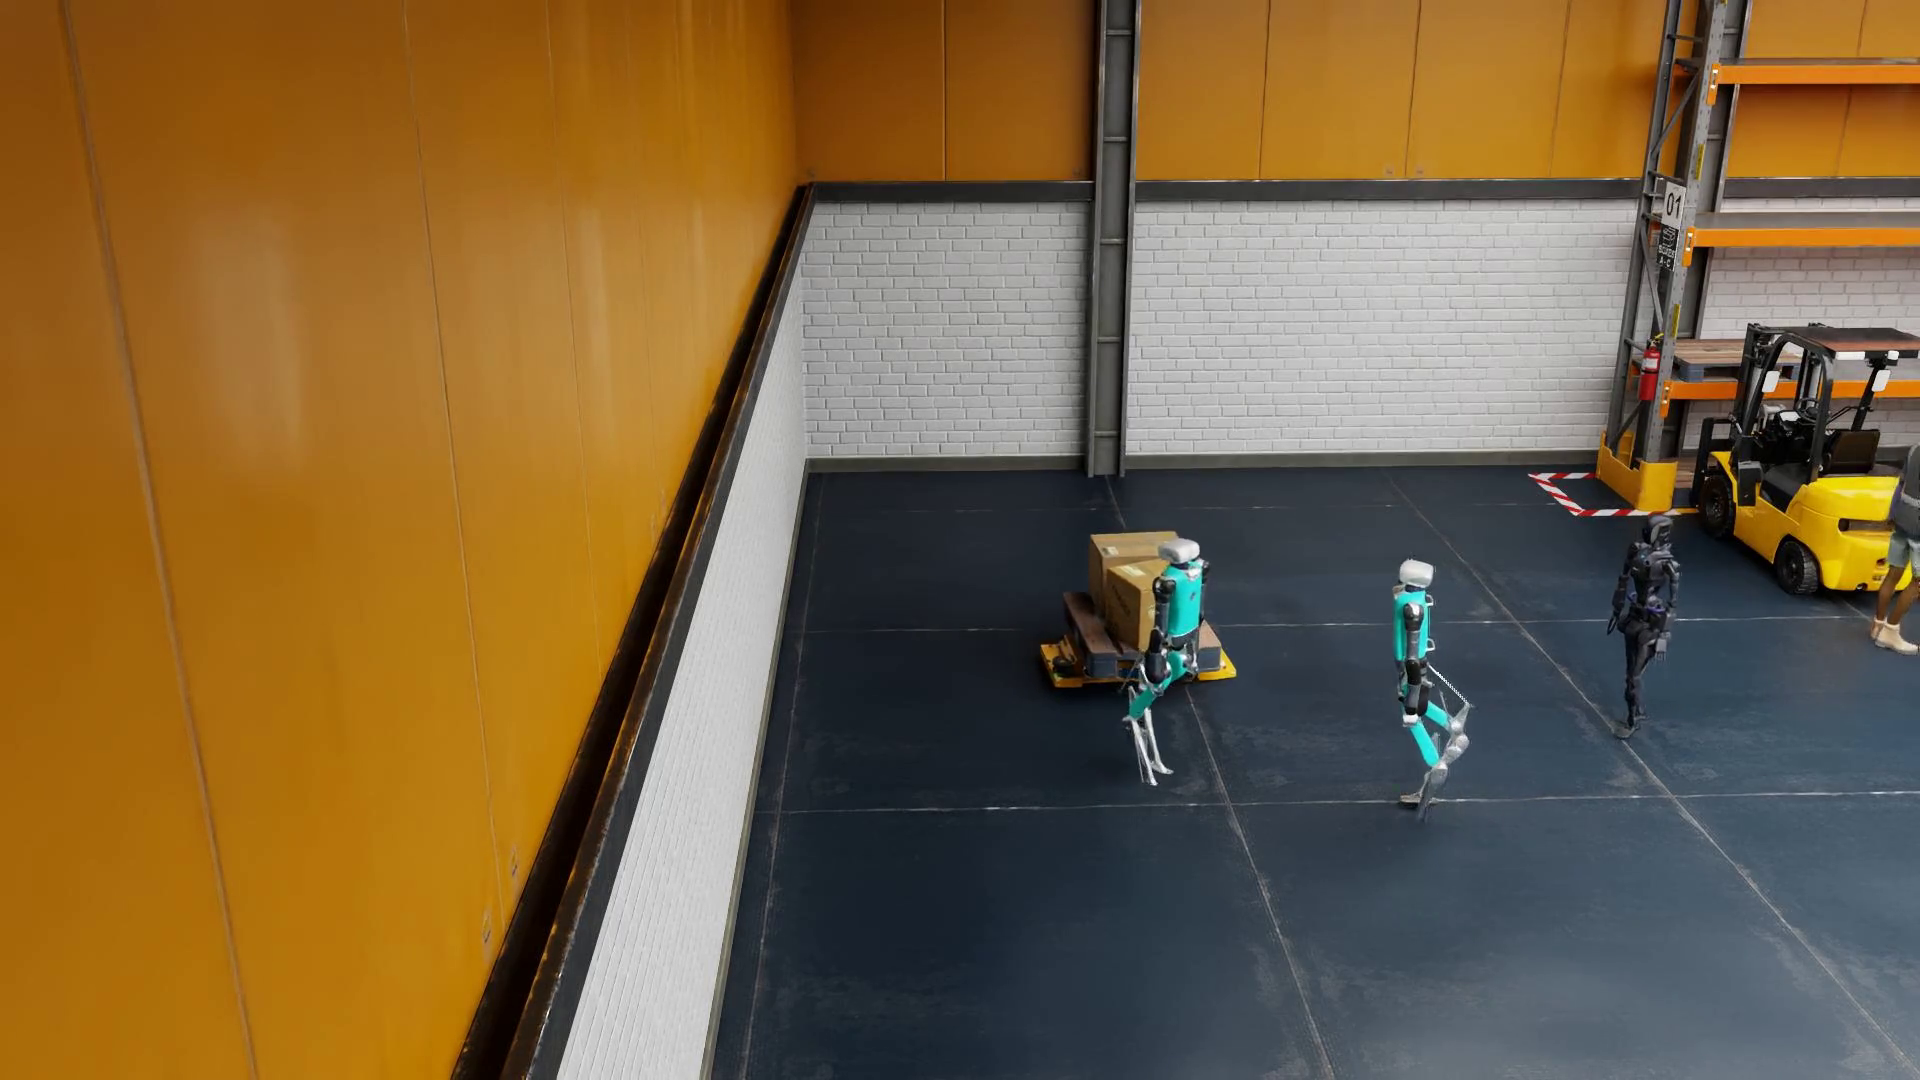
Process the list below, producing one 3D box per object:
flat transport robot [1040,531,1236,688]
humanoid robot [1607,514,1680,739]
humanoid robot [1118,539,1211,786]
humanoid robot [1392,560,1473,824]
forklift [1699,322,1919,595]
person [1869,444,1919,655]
[{"bbox_3d":[1.390,0.911,13.083,1.431,0.231,0.659,-3,20,-7],"label":"flat transport robot"},{"bbox_3d":[4.875,0.594,11.915,0.526,1.641,0.589,-8,22,-20],"label":"humanoid robot"},{"bbox_3d":[1.298,0.802,11.257,0.695,1.790,0.546,17,26,39],"label":"humanoid robot"},{"bbox_3d":[3.087,1.041,10.744,0.723,1.876,0.541,3,20,9],"label":"humanoid robot"},{"bbox_3d":[7.809,-0.792,14.926,1.214,2.155,2.313,-1,20,-2],"label":"forklift"},{"bbox_3d":[7.676,-0.095,13.302,0.425,2.021,0.768,-1,20,-2],"label":"person"}]
